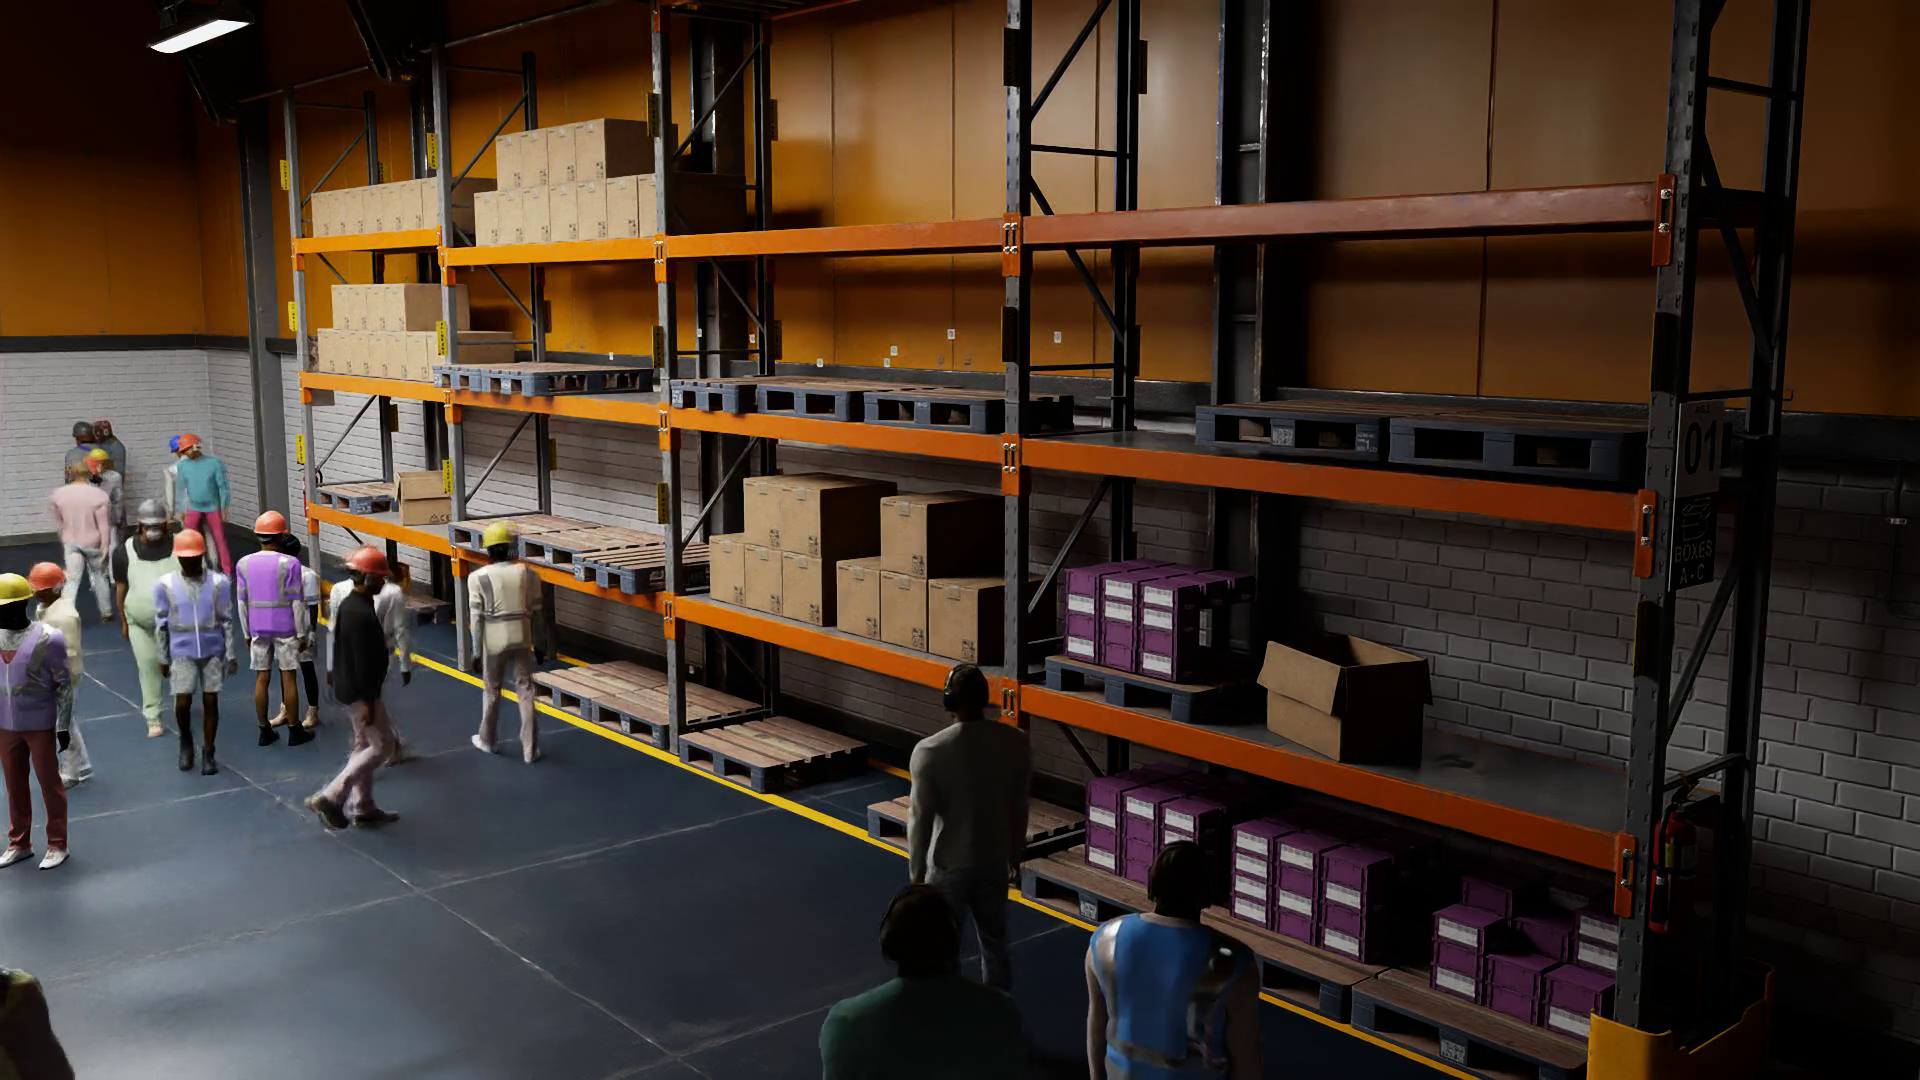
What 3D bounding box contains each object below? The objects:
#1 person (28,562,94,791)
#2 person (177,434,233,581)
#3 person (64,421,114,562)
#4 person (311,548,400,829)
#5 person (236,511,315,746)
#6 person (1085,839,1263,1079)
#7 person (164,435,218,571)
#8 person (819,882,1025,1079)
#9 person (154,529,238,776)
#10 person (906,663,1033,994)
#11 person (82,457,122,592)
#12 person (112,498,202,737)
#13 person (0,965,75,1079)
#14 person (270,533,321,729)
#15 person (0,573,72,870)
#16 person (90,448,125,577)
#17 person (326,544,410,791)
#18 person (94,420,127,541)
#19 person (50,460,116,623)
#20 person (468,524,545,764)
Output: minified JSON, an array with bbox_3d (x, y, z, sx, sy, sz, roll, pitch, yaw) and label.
[{"bbox_3d":[-6.722,1.017,12.404,0.606,1.735,0.387,8,11,43],"label":"person"},{"bbox_3d":[-9.812,-0.403,21.515,0.669,1.951,0.522,-1,8,-7],"label":"person"},{"bbox_3d":[-11.975,-0.661,22.943,0.814,2.000,0.682,3,9,18],"label":"person"},{"bbox_3d":[-4.132,1.037,11.415,0.563,1.960,0.661,-5,10,-30],"label":"person"},{"bbox_3d":[-5.619,0.728,13.642,0.547,1.939,0.376,1,8,5],"label":"person"},{"bbox_3d":[0.727,1.931,5.695,0.641,1.832,0.431,6,10,35],"label":"person"},{"bbox_3d":[-10.084,-0.428,21.825,0.642,1.893,0.672,-6,10,-38],"label":"person"},{"bbox_3d":[-0.095,1.989,4.980,0.629,1.917,0.701,-2,8,-15],"label":"person"},{"bbox_3d":[-5.846,0.863,12.753,0.553,1.920,0.413,-4,9,-27],"label":"person"},{"bbox_3d":[0.028,1.545,8.007,0.636,1.934,0.388,-4,9,-23],"label":"person"},{"bbox_3d":[-10.787,-0.208,20.964,0.396,1.710,0.719,6,10,35],"label":"person"},{"bbox_3d":[-6.843,0.592,14.234,0.693,2.000,0.929,-4,9,-25],"label":"person"},{"bbox_3d":[-3.195,1.977,5.397,0.627,1.810,0.808,2,8,11],"label":"person"},{"bbox_3d":[-5.694,0.772,14.186,0.532,1.693,0.319,3,9,18],"label":"person"},{"bbox_3d":[-6.005,1.161,10.668,0.595,1.925,0.375,1,8,6],"label":"person"},{"bbox_3d":[-11.182,-0.337,21.765,0.492,1.731,0.324,1,8,9],"label":"person"},{"bbox_3d":[-4.489,0.921,12.698,0.608,1.844,0.927,1,8,9],"label":"person"},{"bbox_3d":[-12.542,-0.812,24.479,0.636,1.902,0.406,6,10,37],"label":"person"},{"bbox_3d":[-9.748,0.063,18.458,0.617,1.898,0.944,-1,8,-10],"label":"person"},{"bbox_3d":[-3.633,0.820,13.274,0.621,1.872,0.808,-6,10,-35],"label":"person"}]
